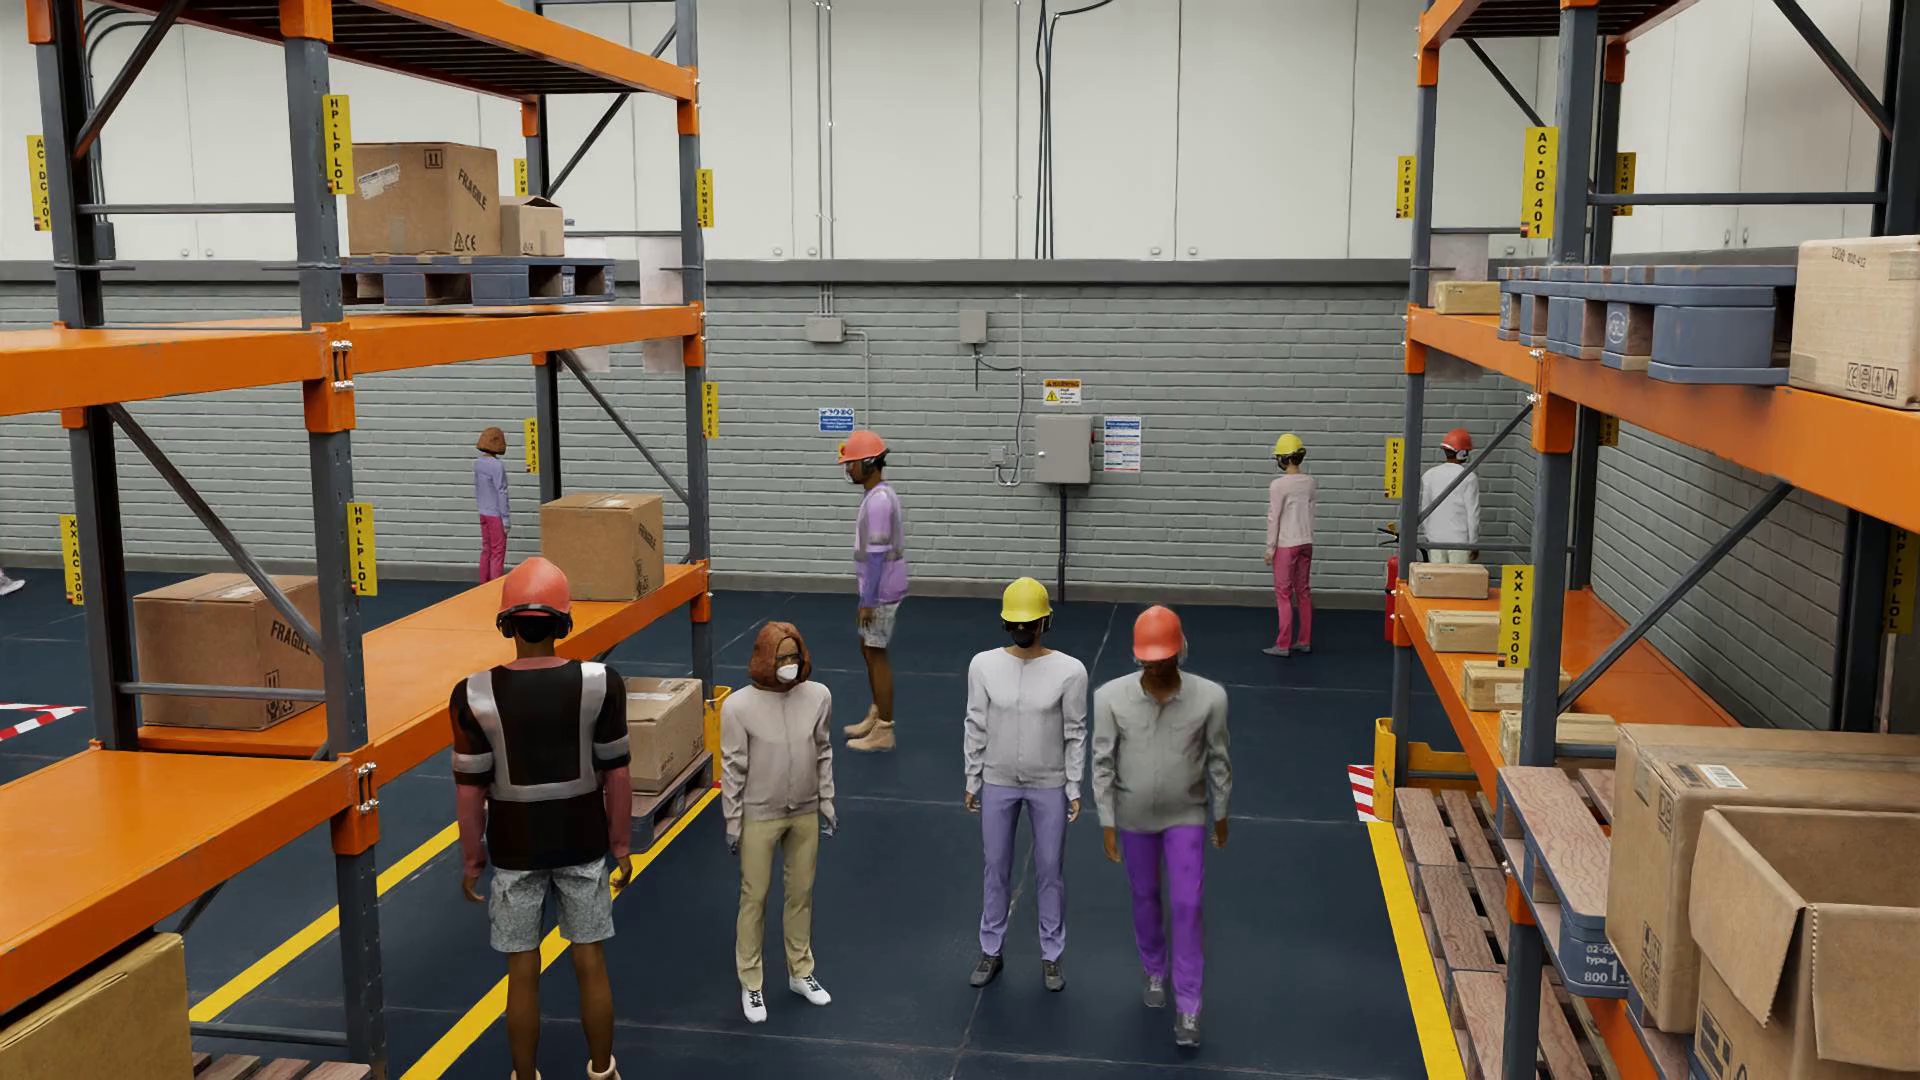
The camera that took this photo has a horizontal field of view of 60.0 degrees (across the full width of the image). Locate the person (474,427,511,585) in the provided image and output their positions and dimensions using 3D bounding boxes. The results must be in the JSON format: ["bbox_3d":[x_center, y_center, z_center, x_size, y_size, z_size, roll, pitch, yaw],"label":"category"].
[{"bbox_3d":[-4.201,-0.207,15.022,0.272,1.631,0.507,-8,12,-40],"label":"person"}]

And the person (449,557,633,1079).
[{"bbox_3d":[-1.458,1.074,5.863,0.605,2.045,0.381,-3,10,-16],"label":"person"}]

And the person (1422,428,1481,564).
[{"bbox_3d":[4.032,-0.037,13.604,0.327,1.753,0.563,-6,11,-32],"label":"person"}]

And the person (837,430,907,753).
[{"bbox_3d":[-0.551,0.322,10.547,0.432,2.030,0.640,0,9,-3],"label":"person"}]

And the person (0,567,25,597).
[{"bbox_3d":[-9.109,-0.337,15.152,0.638,1.859,0.994,4,10,23],"label":"person"}]

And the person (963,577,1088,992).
[{"bbox_3d":[0.272,1.026,7.014,0.525,1.769,0.308,1,9,9],"label":"person"}]

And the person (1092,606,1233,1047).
[{"bbox_3d":[0.801,1.113,6.618,0.561,1.712,0.801,1,9,9],"label":"person"}]

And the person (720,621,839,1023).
[{"bbox_3d":[-0.732,1.129,6.784,0.507,1.632,0.271,-6,11,-32],"label":"person"}]

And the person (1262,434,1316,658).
[{"bbox_3d":[2.592,0.043,13.108,0.518,1.756,0.351,-8,12,-41],"label":"person"}]
